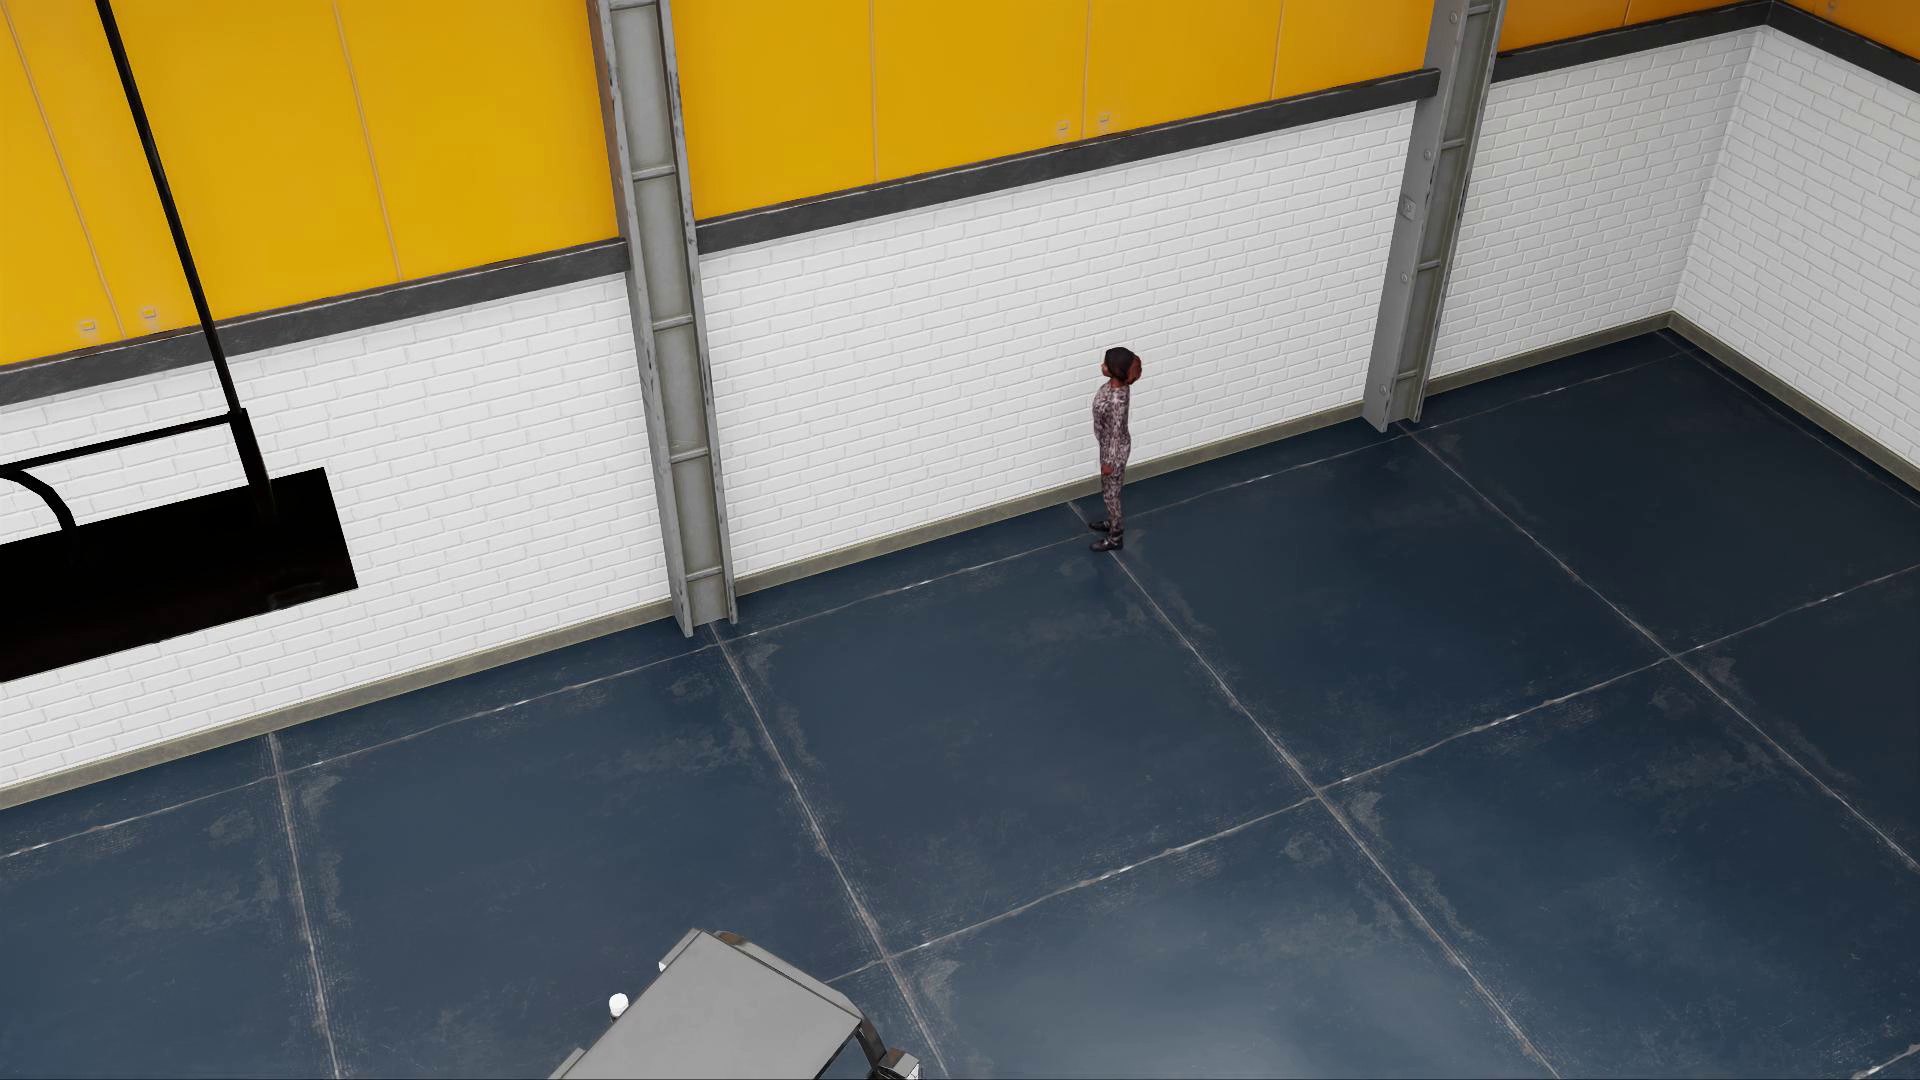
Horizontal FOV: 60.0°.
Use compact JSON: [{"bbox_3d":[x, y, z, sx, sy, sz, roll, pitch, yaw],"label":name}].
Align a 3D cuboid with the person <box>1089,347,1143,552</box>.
[{"bbox_3d":[1.116,-0.661,12.116,0.696,1.714,0.670,3,39,3],"label":"person"}]
